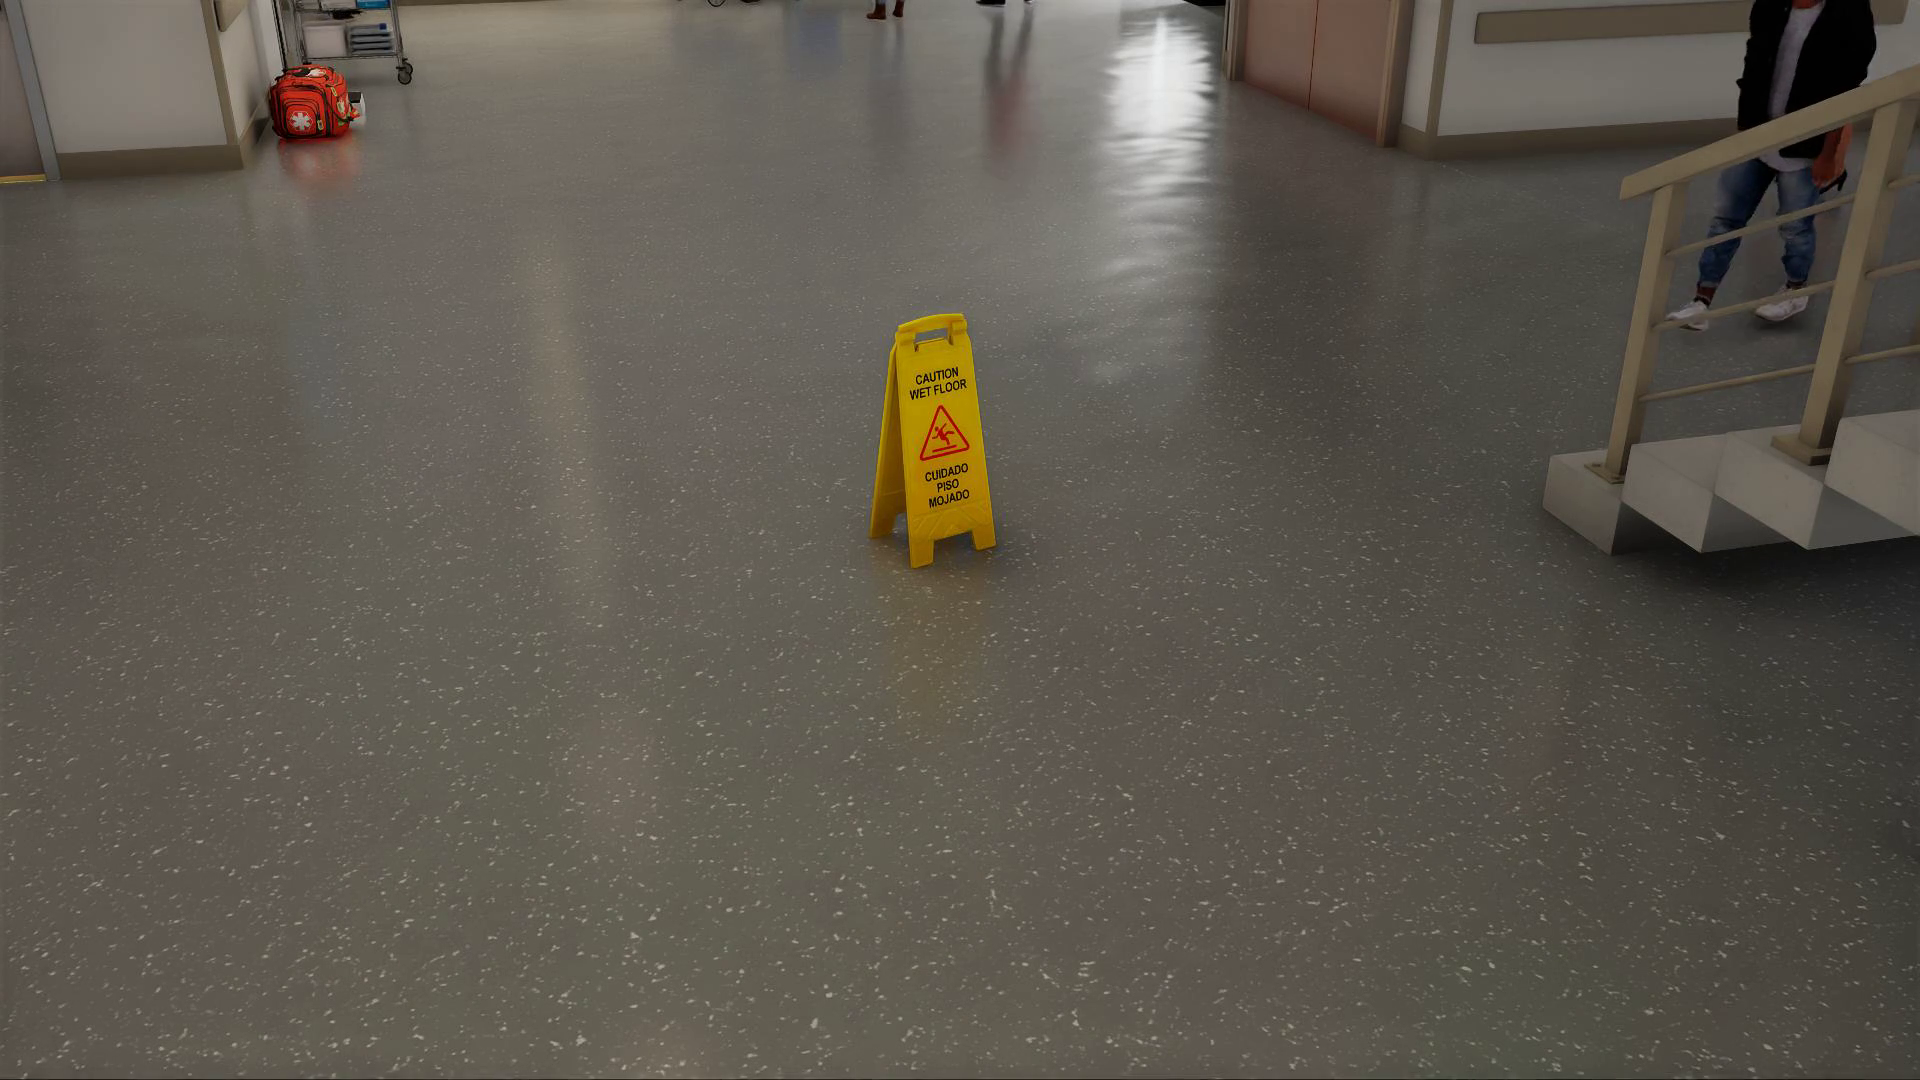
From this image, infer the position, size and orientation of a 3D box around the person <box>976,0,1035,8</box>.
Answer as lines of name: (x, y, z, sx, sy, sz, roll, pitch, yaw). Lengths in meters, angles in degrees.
person: (0.496, -6.246, 16.312, 0.997, 1.936, 0.984, -22, 33, -38)

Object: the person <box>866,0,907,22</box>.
person: (-0.695, -5.833, 15.568, 0.726, 1.838, 0.636, -12, 28, -24)

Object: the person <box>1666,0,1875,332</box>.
person: (3.621, -1.744, 7.185, 1.050, 1.755, 1.203, -16, 30, -30)

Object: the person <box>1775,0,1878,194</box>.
person: (5.075, -2.799, 9.488, 0.940, 1.654, 0.891, 4, 26, 7)
